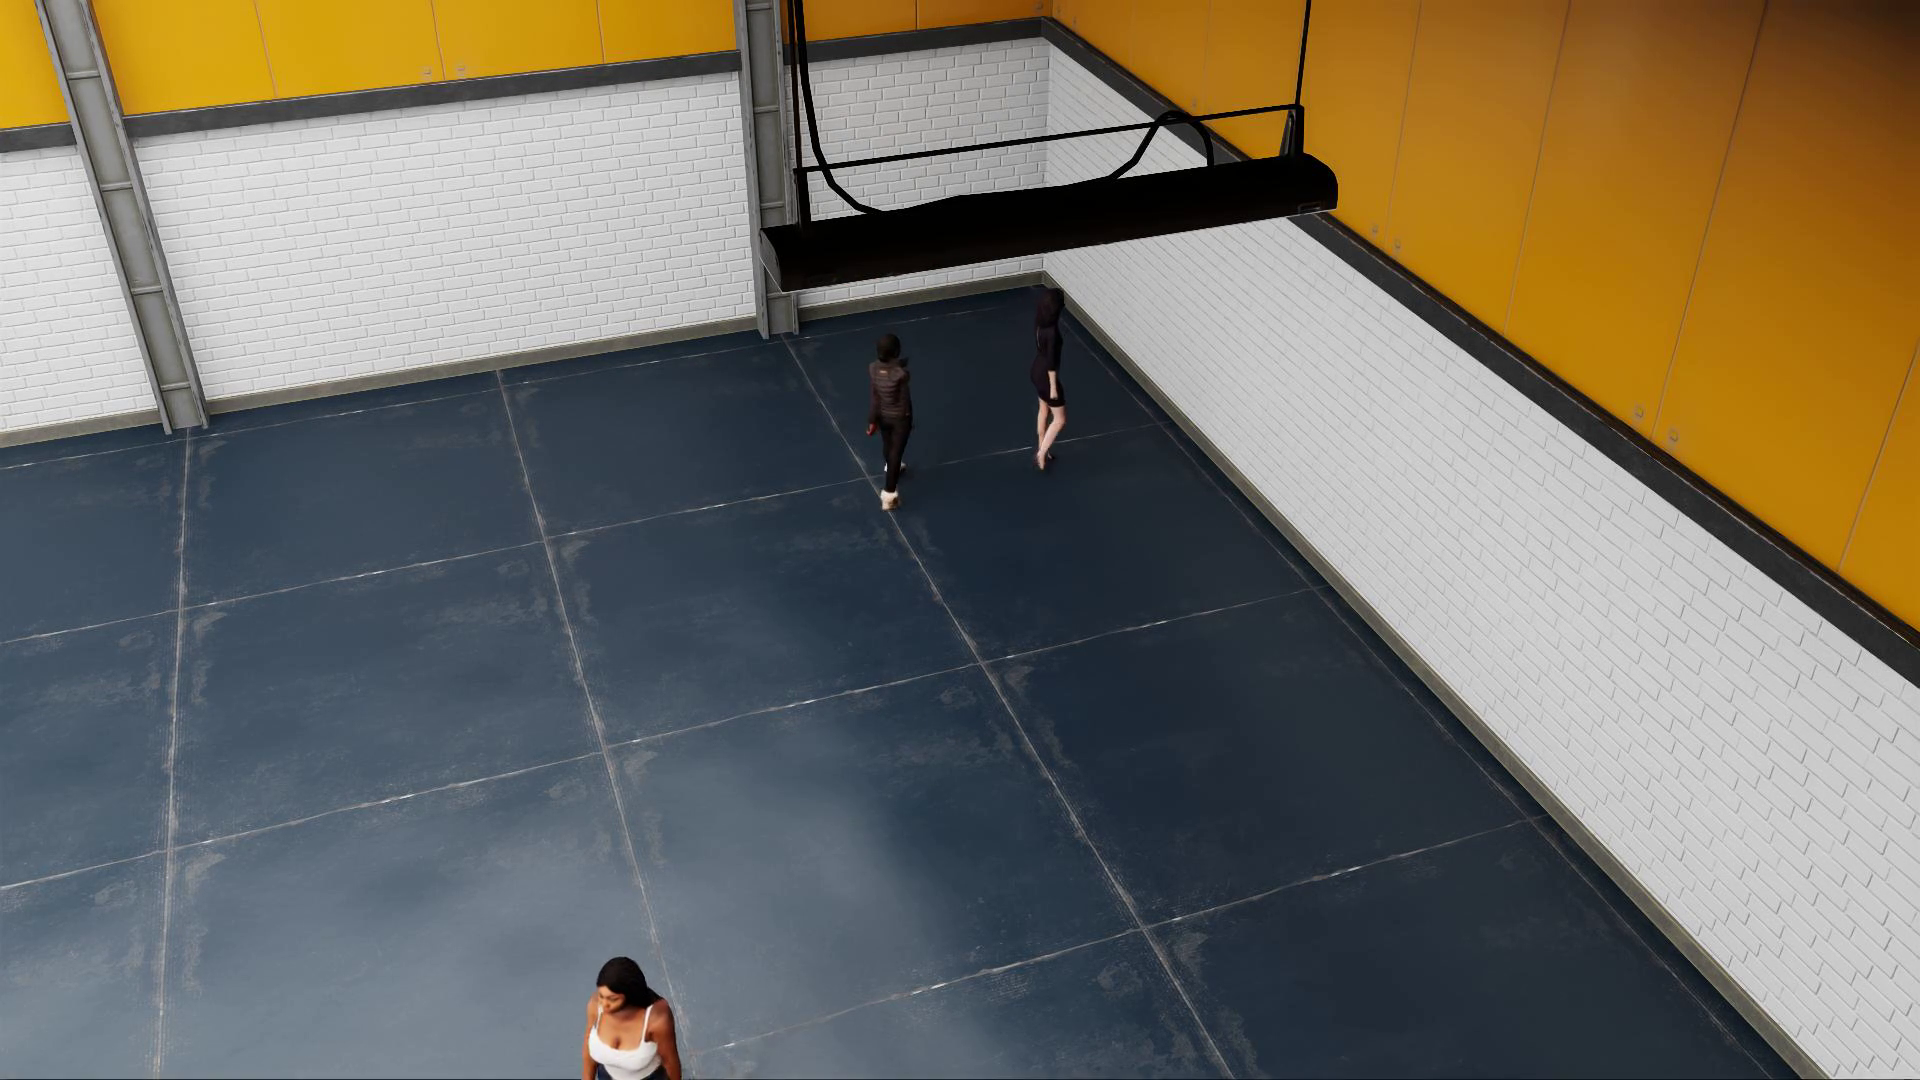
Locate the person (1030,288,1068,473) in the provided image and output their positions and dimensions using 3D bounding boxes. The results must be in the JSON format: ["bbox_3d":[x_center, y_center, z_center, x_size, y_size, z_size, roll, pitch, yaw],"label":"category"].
[{"bbox_3d":[0.740,-1.440,15.215,0.569,1.799,0.662,-9,35,-14],"label":"person"}]

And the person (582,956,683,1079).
[{"bbox_3d":[-1.671,2.802,8.863,1.149,1.764,1.197,14,36,20],"label":"person"}]

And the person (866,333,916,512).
[{"bbox_3d":[-0.515,-1.158,14.916,1.023,1.659,1.075,-17,37,-24],"label":"person"}]
